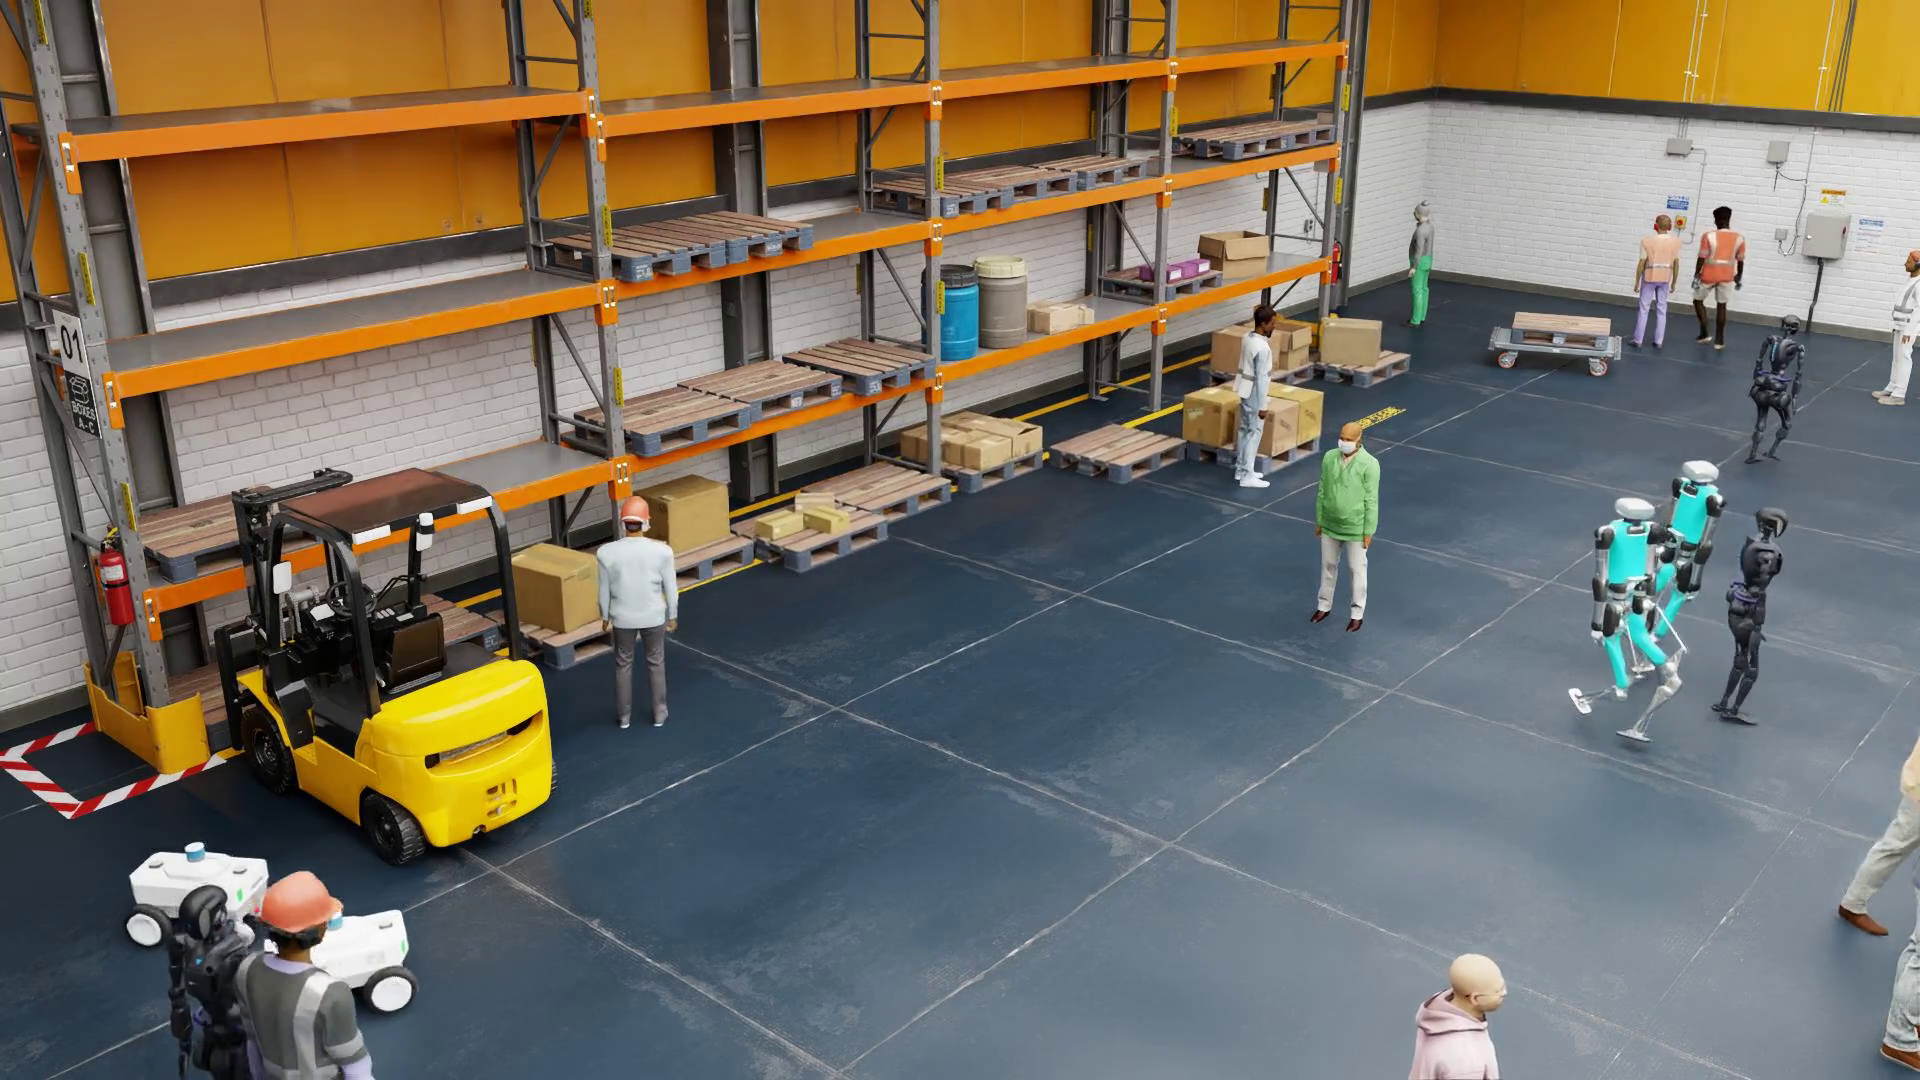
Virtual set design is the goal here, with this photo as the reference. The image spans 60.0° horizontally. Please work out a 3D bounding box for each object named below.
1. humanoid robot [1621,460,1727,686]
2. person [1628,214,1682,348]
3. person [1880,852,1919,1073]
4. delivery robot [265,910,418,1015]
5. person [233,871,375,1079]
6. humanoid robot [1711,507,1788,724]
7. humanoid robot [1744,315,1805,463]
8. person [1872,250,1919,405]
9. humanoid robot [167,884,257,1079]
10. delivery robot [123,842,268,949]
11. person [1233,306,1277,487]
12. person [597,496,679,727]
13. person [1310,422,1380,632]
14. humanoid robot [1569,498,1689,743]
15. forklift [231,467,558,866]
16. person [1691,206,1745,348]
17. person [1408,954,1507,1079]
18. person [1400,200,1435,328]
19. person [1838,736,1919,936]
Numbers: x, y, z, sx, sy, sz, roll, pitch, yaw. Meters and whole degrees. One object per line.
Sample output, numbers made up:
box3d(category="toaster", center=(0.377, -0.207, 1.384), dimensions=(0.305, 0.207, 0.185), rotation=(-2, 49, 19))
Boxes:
box3d(category="humanoid robot", center=(5.316, 0.318, 12.700), dimensions=(0.749, 1.860, 0.537), rotation=(-4, 21, -11))
box3d(category="person", center=(9.591, -3.550, 22.907), dimensions=(0.564, 1.836, 0.379), rotation=(1, 20, 3))
box3d(category="person", center=(4.977, 1.780, 8.346), dimensions=(0.380, 1.932, 0.620), rotation=(12, 23, 28))
box3d(category="delivery robot", center=(-3.331, 2.272, 8.984), dimensions=(0.779, 0.597, 0.499), rotation=(-9, 22, -23))
box3d(category="person", center=(-2.690, 2.303, 6.806), dimensions=(0.610, 2.007, 0.918), rotation=(13, 24, 31))
box3d(category="humanoid robot", center=(5.746, 0.528, 12.091), dimensions=(0.325, 1.652, 0.609), rotation=(6, 21, 16))
box3d(category="humanoid robot", center=(8.766, -1.622, 17.918), dimensions=(0.371, 1.648, 0.615), rotation=(-10, 22, -25))
box3d(category="person", center=(11.489, -2.584, 20.223), dimensions=(0.355, 1.882, 0.573), rotation=(6, 21, 16))
box3d(category="humanoid robot", center=(-3.248, 2.270, 7.373), dimensions=(0.589, 1.641, 0.558), rotation=(6, 21, 15))
box3d(category="delivery robot", center=(-4.398, 2.037, 9.626), dimensions=(0.802, 0.600, 0.499), rotation=(2, 20, 7))
box3d(category="person", center=(3.047, -1.482, 17.211), dimensions=(0.410, 1.907, 0.596), rotation=(-3, 20, -7))
box3d(category="person", center=(-2.315, 0.524, 12.012), dimensions=(0.572, 1.737, 0.350), rotation=(-3, 20, -8))
box3d(category="person", center=(3.182, -0.122, 13.712), dimensions=(0.539, 1.776, 0.388), rotation=(15, 25, 36))
box3d(category="humanoid robot", center=(4.806, 0.613, 11.744), dimensions=(0.556, 1.722, 0.963), rotation=(-8, 22, -20))
box3d(category="forklift", center=(-3.730, 0.710, 10.856), dimensions=(2.313, 2.155, 1.214), rotation=(17, 26, 38))
box3d(category="person", center=(10.457, -3.623, 22.943), dimensions=(0.721, 1.942, 0.453), rotation=(2, 20, 6))
box3d(category="person", center=(1.952, 2.446, 6.735), dimensions=(0.407, 1.783, 0.522), rotation=(2, 20, 4))
box3d(category="person", center=(6.668, -4.012, 24.136), dimensions=(0.341, 1.854, 0.511), rotation=(13, 24, 32))
box3d(category="person", center=(5.582, 1.442, 9.439), dimensions=(0.850, 1.824, 0.593), rotation=(9, 22, 23))
